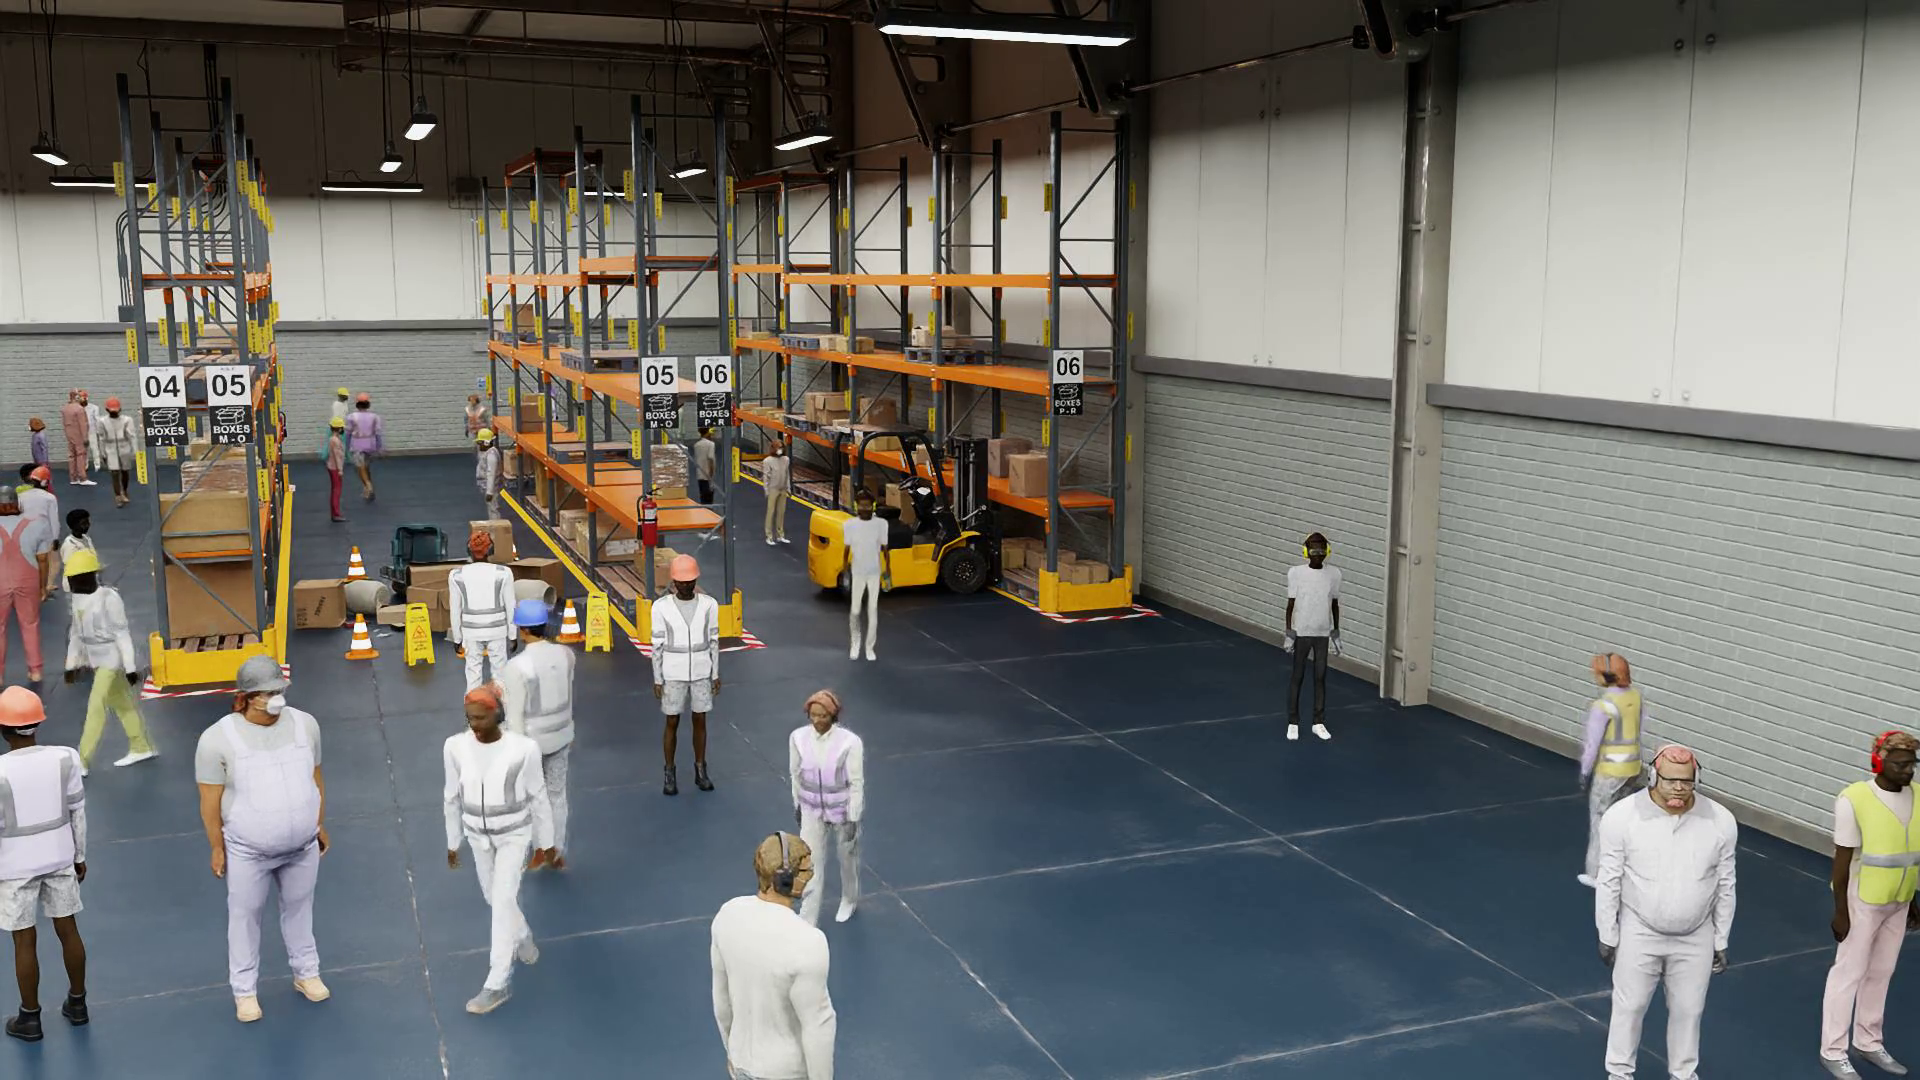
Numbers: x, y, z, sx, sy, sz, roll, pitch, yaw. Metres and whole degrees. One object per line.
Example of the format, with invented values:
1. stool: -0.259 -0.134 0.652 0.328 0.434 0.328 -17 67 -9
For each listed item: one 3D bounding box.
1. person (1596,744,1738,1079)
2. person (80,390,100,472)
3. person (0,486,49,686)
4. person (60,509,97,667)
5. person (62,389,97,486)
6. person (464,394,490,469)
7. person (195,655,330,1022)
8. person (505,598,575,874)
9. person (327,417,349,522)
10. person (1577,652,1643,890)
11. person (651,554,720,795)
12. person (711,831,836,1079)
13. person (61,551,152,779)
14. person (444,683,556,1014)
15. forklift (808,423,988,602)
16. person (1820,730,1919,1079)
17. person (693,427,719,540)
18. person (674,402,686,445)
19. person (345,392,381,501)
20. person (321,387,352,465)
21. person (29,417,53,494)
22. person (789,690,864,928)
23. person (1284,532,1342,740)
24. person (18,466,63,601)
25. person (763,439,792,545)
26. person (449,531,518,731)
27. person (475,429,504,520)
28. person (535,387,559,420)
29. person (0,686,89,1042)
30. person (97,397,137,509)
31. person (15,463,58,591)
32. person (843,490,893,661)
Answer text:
1. person: 3.423 1.912 8.083 0.636 1.900 0.399 1 9 9
2. person: -18.366 -2.281 34.955 0.574 1.739 0.350 -2 9 -13
3. person: -9.615 0.443 16.857 0.686 2.000 0.535 -7 11 -37
4. person: -9.305 0.502 17.603 0.319 1.687 0.538 -1 9 -6
5. person: -17.381 -2.025 32.813 0.644 1.907 0.400 6 11 33
6. person: -10.367 -2.351 35.802 0.548 1.610 0.683 1 9 5
7. person: -3.845 1.643 9.305 0.688 2.000 0.539 -8 12 -43
8. person: -2.890 1.356 11.445 0.436 1.929 0.628 6 11 34
9. person: -10.471 -1.187 28.008 0.340 1.757 0.518 -5 10 -28
10. person: 4.382 1.551 11.177 0.528 1.631 0.357 -7 11 -37
11. person: -2.172 1.065 13.265 0.548 1.936 0.378 -3 10 -20
12. person: -0.734 2.113 6.677 0.632 1.936 0.359 8 12 42
13. person: -7.169 1.019 13.717 0.609 1.874 0.972 7 11 36
14. person: -2.642 1.696 9.623 0.591 1.852 0.896 2 9 11
15. forklift: -0.830 -0.399 21.676 2.313 2.155 1.214 -4 10 -21
16. person: 4.692 1.860 8.550 0.570 1.843 0.372 -4 10 -22
17. person: -3.963 -0.926 26.152 0.401 1.830 0.707 -8 12 -41
18. person: -5.879 -2.214 34.901 0.287 1.623 0.500 -2 9 -14
19. person: -10.876 -1.690 30.393 0.614 2.010 0.875 -8 12 -40
20. person: -13.586 -2.487 36.293 0.843 1.722 0.509 2 9 11
21. person: -16.297 -1.357 29.467 0.507 1.631 0.266 9 13 44
22. person: -0.822 1.700 10.361 0.515 1.586 0.868 2 9 14
23. person: 3.149 0.852 14.815 0.517 1.873 0.328 0 9 -3
24. person: -11.583 -0.061 20.997 0.601 1.731 0.412 2 9 12
25. person: -2.807 -0.743 25.604 0.506 1.631 0.277 -9 13 -44
26. person: -4.223 0.851 14.788 0.574 1.883 0.355 -2 9 -10
27. person: -7.132 -0.779 25.230 0.403 1.825 0.590 -3 9 -17
28. person: -9.536 -2.866 38.331 0.619 1.839 0.430 -8 12 -43
29. person: -5.020 1.739 9.013 0.347 1.943 0.544 8 12 39
30. person: -15.122 -1.593 29.891 0.624 1.994 1.059 -4 10 -25
31. person: -12.125 -0.161 21.755 0.532 1.693 0.319 5 10 28
32. person: -0.977 0.387 17.813 0.525 1.856 0.465 -1 9 -8
